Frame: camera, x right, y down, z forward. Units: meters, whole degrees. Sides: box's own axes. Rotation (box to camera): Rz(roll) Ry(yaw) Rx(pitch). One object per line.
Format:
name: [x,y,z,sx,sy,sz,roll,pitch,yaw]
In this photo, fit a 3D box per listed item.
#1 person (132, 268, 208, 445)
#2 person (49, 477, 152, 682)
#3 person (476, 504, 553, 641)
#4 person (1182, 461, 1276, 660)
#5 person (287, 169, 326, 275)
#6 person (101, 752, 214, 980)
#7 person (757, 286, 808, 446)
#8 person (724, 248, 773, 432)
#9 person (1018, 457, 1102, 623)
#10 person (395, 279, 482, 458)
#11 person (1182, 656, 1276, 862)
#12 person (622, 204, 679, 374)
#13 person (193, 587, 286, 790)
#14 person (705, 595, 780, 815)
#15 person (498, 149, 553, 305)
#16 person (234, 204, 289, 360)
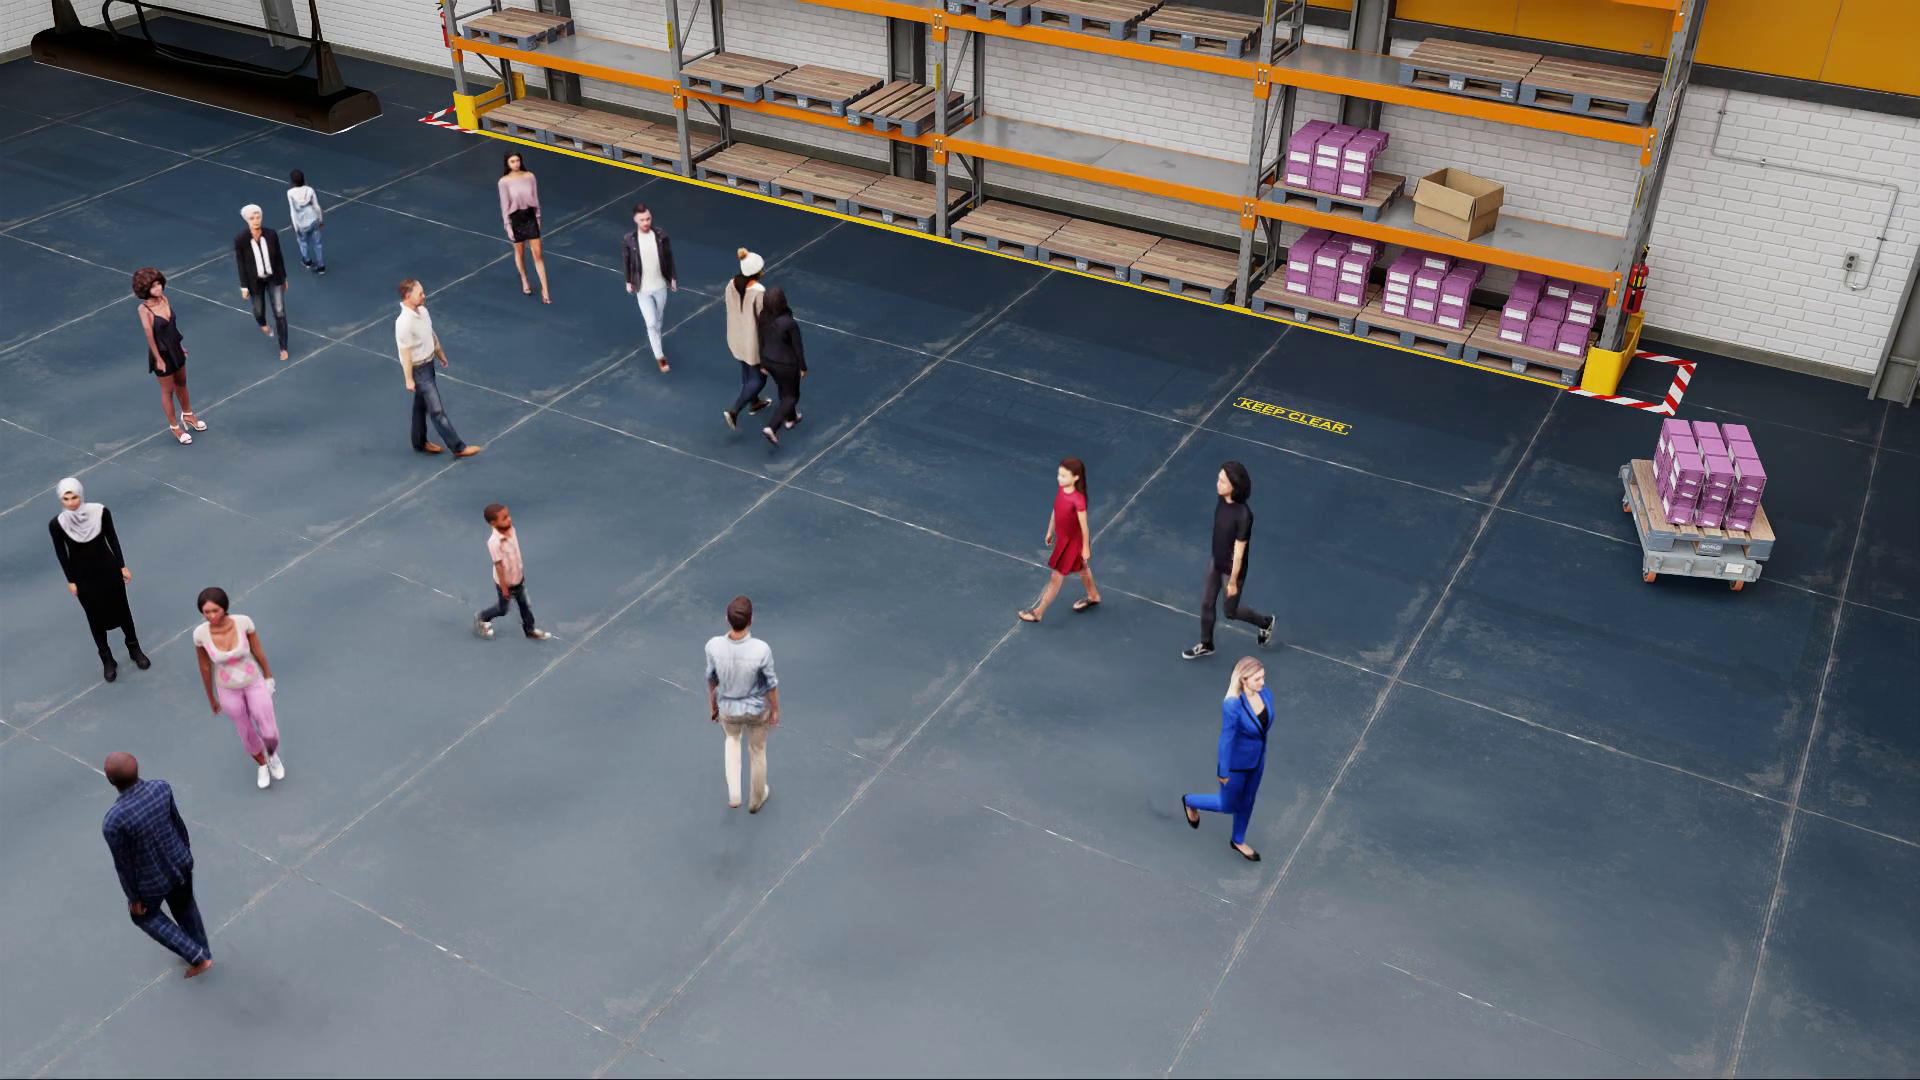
person: [-7.728,-1.808,16.200,0.625,1.788,0.628,7,34,11]
person: [-6.785,0.281,13.065,0.678,1.780,0.668,-22,39,-29]
person: [-3.722,0.281,13.506,0.862,1.291,0.585,11,35,16]
person: [2.211,0.179,13.192,1.055,1.810,1.036,-11,35,-16]
person: [-7.681,-3.725,19.578,0.675,1.243,0.780,-19,38,-27]
person: [-4.924,2.071,10.350,0.712,1.804,0.713,14,36,20]
person: [-1.761,-1.674,16.174,0.933,1.594,0.719,18,38,25]
person: [-2.134,-1.953,16.337,1.019,1.878,0.853,20,39,27]
person: [0.984,-0.022,13.762,1.005,1.513,1.038,-14,36,-20]
person: [-5.243,-1.639,15.909,1.116,1.831,0.933,4,34,6]
person: [1.846,1.455,11.385,0.929,1.686,0.741,28,43,35]
person: [-3.275,-2.700,17.531,1.050,1.802,1.196,-15,37,-22]
person: [-5.179,1.028,11.988,0.708,1.728,0.755,-13,36,-18]
person: [-1.535,1.227,11.593,0.770,1.836,0.843,4,34,7]
person: [-5.006,-3.584,18.879,0.937,1.781,1.100,-17,37,-24]
person: [-7.531,-2.767,17.866,1.102,1.767,1.172,-15,37,-22]
